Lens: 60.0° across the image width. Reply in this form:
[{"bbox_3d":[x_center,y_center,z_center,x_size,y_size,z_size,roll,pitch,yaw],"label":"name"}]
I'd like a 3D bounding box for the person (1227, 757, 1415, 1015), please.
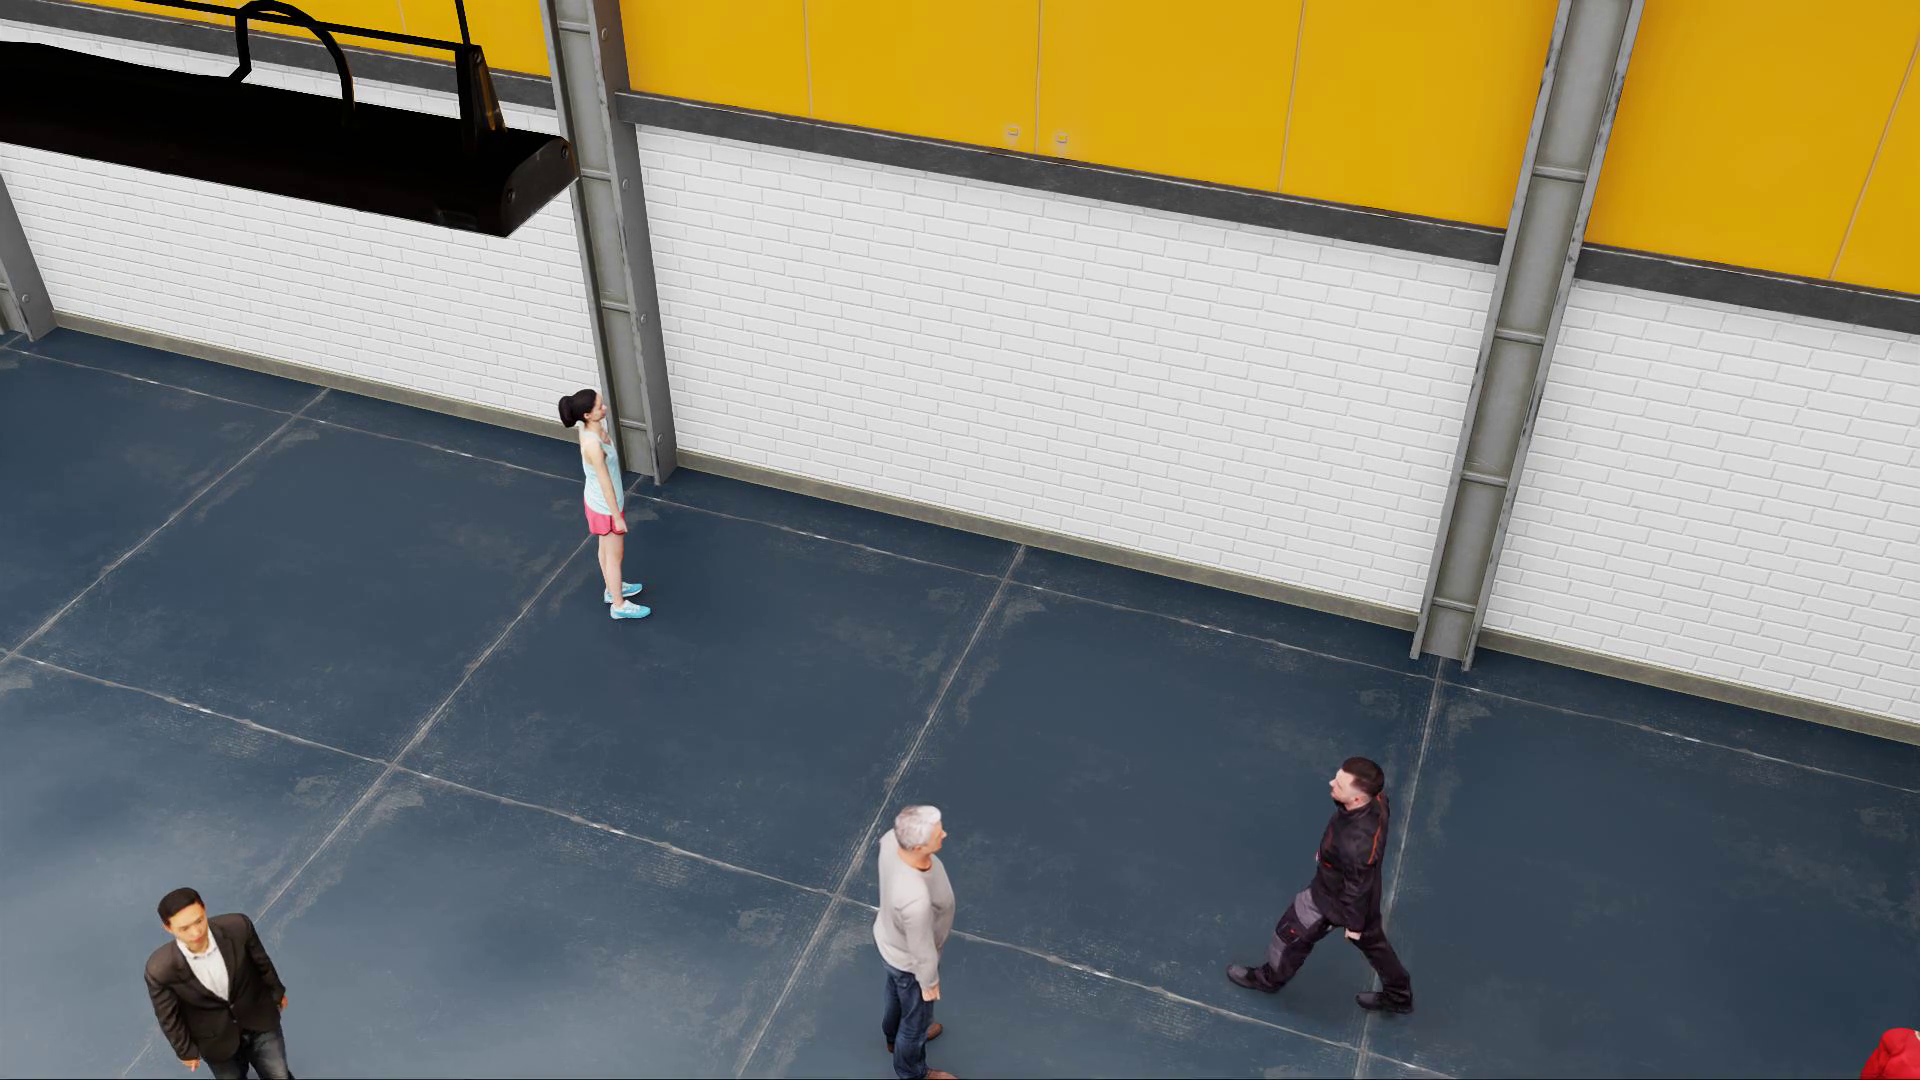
[{"bbox_3d":[2.031,1.785,8.385,1.227,1.811,0.785,16,41,19],"label":"person"}]

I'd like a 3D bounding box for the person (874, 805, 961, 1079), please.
[{"bbox_3d":[-0.234,1.967,8.078,0.848,1.909,0.841,-9,39,-11],"label":"person"}]

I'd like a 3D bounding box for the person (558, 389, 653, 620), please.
[{"bbox_3d":[-2.330,-0.244,10.962,0.755,1.765,0.702,-12,40,-15],"label":"person"}]

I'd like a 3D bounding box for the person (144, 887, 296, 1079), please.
[{"bbox_3d":[-3.478,2.224,7.860,0.994,1.779,1.160,-30,47,-32],"label":"person"}]
